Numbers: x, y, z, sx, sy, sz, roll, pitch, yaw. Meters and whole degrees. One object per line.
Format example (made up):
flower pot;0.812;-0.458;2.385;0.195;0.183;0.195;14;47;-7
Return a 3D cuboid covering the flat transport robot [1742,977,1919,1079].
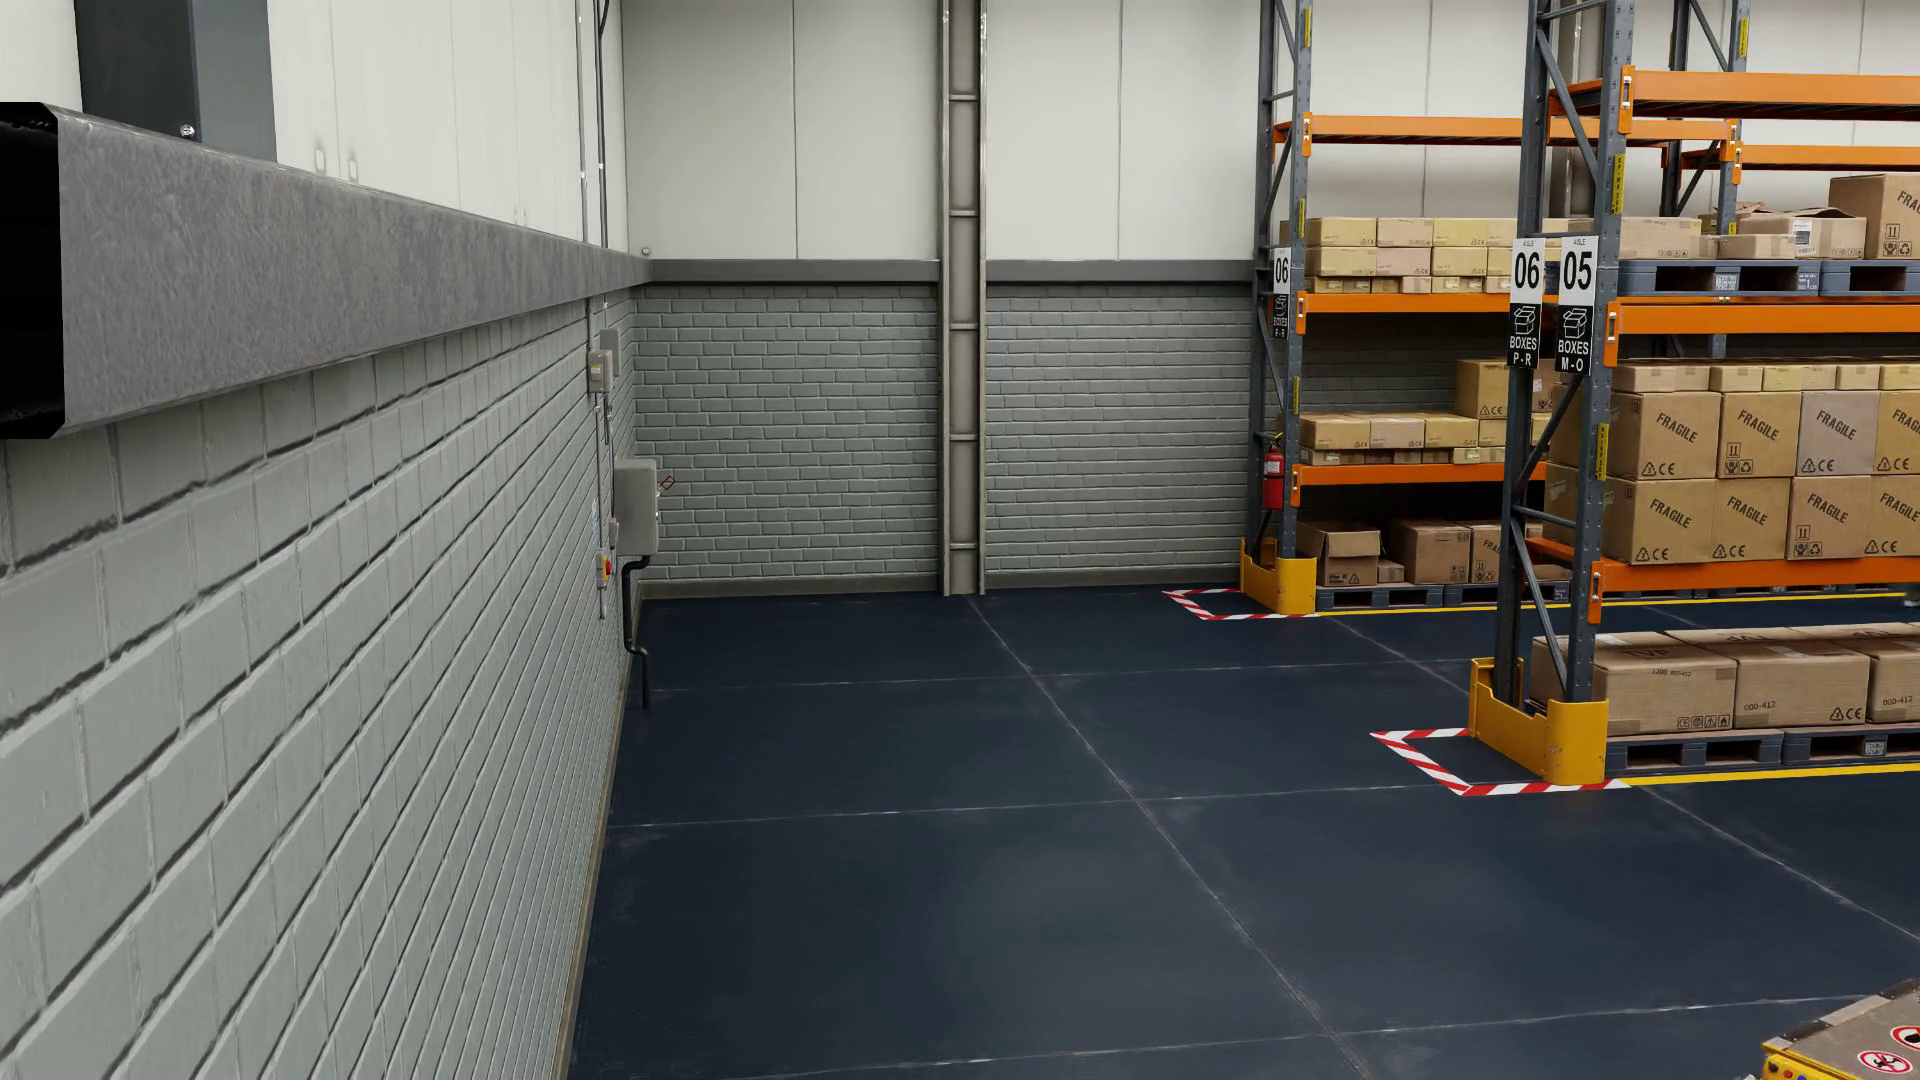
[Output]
flat transport robot;3.469;1.929;6.042;1.431;0.197;0.652;-6;11;-33

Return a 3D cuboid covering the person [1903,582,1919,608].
person;8.632;-0.308;14.789;0.430;1.918;0.603;-1;9;-9
